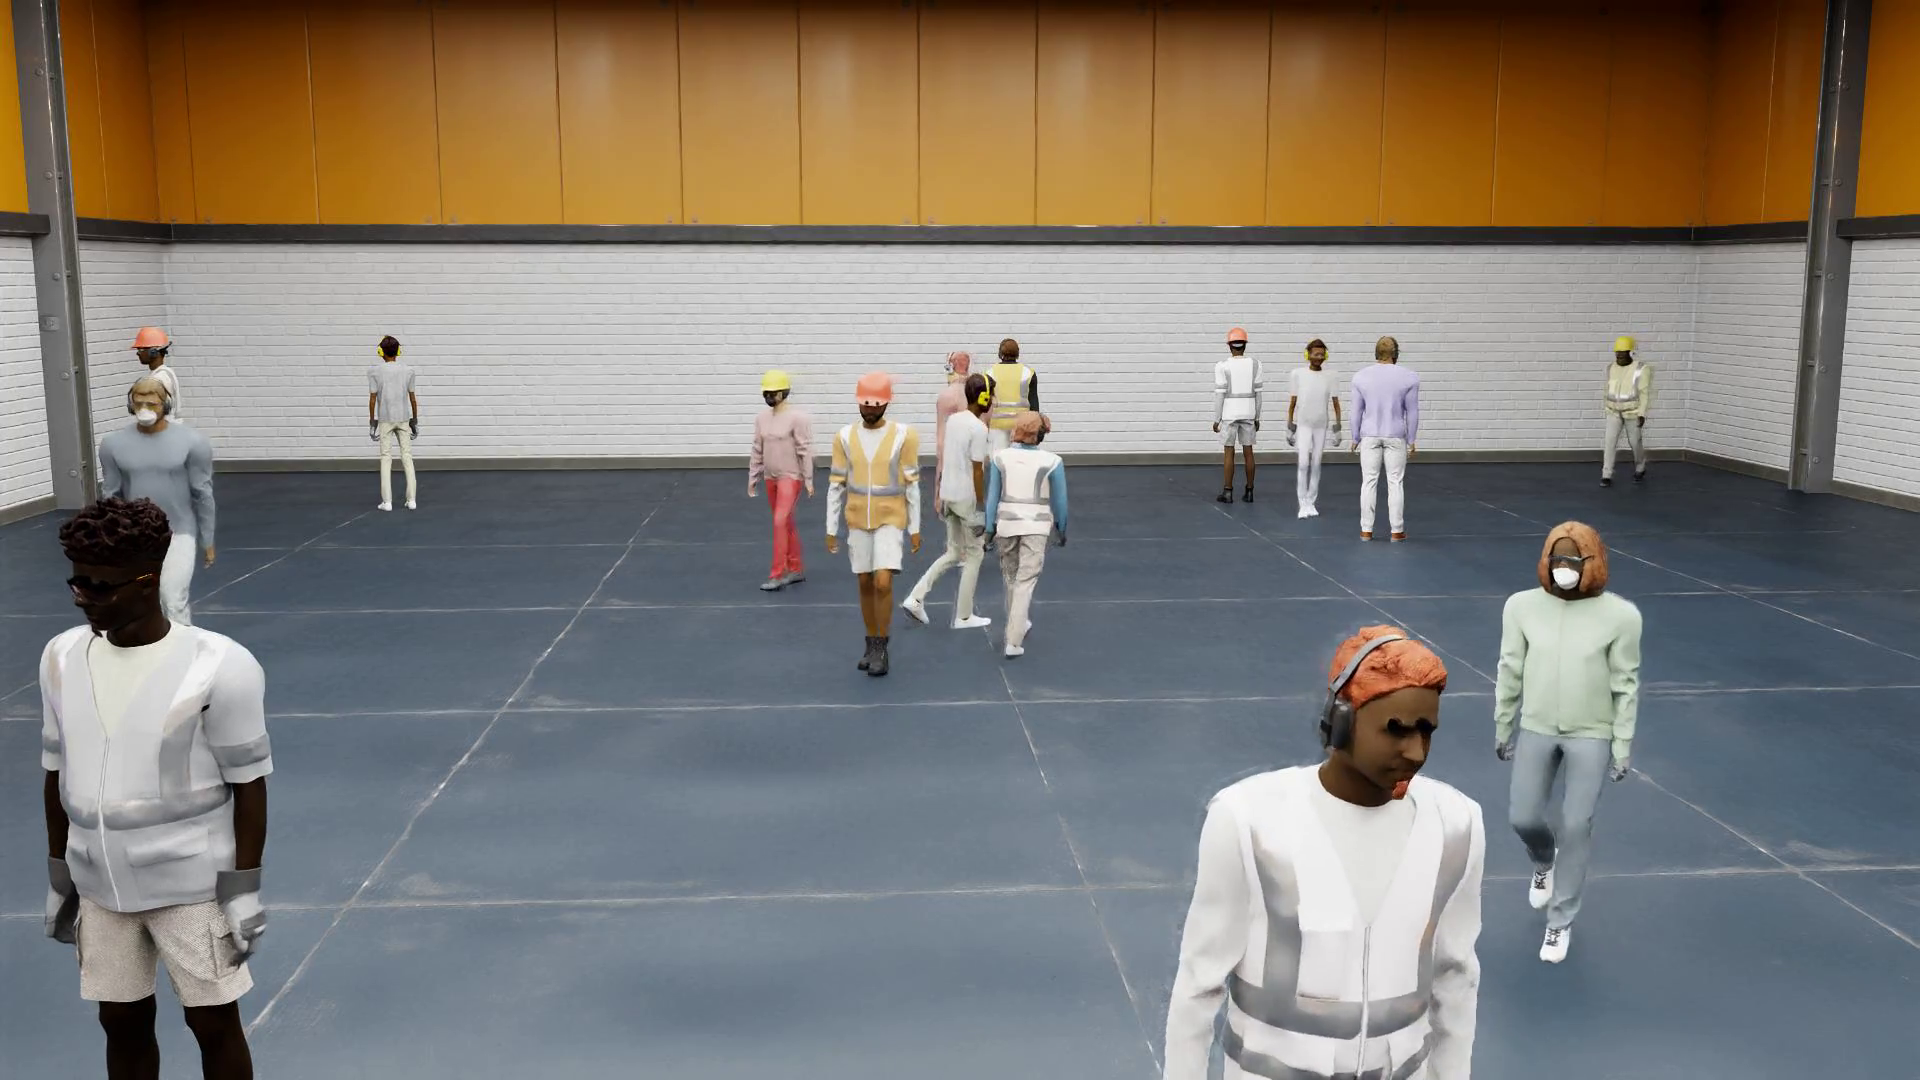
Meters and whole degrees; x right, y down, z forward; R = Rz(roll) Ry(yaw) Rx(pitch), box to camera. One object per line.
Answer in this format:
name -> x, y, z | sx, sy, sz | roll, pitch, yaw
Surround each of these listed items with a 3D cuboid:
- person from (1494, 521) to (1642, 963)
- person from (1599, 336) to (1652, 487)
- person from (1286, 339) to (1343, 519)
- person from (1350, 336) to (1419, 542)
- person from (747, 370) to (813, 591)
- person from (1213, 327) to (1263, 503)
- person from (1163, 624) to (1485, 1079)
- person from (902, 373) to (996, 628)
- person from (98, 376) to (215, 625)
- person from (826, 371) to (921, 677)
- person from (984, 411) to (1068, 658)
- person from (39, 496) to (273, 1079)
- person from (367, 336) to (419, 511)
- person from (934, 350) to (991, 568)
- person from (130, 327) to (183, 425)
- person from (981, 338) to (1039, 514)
person -> 2.250, 0.719, 6.175 | 0.501, 1.617, 0.489 | 5, 11, 30
person -> 7.952, -1.538, 19.808 | 0.588, 1.797, 0.869 | 8, 12, 41
person -> 3.659, -1.134, 17.095 | 0.547, 1.839, 0.780 | 1, 9, 4
person -> 3.966, -0.940, 15.594 | 0.629, 1.936, 0.374 | 3, 10, 20
person -> -1.492, -0.468, 13.198 | 0.557, 1.737, 0.749 | 7, 11, 37
person -> 3.039, -1.363, 18.276 | 0.543, 1.927, 0.374 | -1, 9, -9
person -> 0.679, 1.063, 3.225 | 0.636, 1.868, 0.564 | -2, 9, -11
person -> -0.048, -0.259, 11.706 | 0.692, 1.829, 0.598 | -5, 10, -30
person -> -4.747, -0.025, 9.923 | 0.634, 1.916, 0.739 | -1, 9, -9
person -> -0.563, -0.094, 10.356 | 0.582, 1.906, 0.657 | 2, 9, 13
person -> 0.468, -0.055, 11.050 | 0.529, 1.599, 0.813 | 4, 10, 24
person -> -2.053, 0.856, 4.233 | 0.601, 1.960, 0.373 | 1, 9, 8
person -> -6.038, -1.241, 17.736 | 0.516, 1.858, 0.317 | -5, 11, -30
person -> 0.042, -0.665, 14.060 | 0.559, 1.879, 0.646 | 8, 12, 39
person -> -7.121, -0.873, 14.828 | 0.393, 2.044, 0.609 | -4, 10, -24
person -> 0.518, -1.186, 17.421 | 0.625, 1.847, 0.429 | 1, 9, 6
